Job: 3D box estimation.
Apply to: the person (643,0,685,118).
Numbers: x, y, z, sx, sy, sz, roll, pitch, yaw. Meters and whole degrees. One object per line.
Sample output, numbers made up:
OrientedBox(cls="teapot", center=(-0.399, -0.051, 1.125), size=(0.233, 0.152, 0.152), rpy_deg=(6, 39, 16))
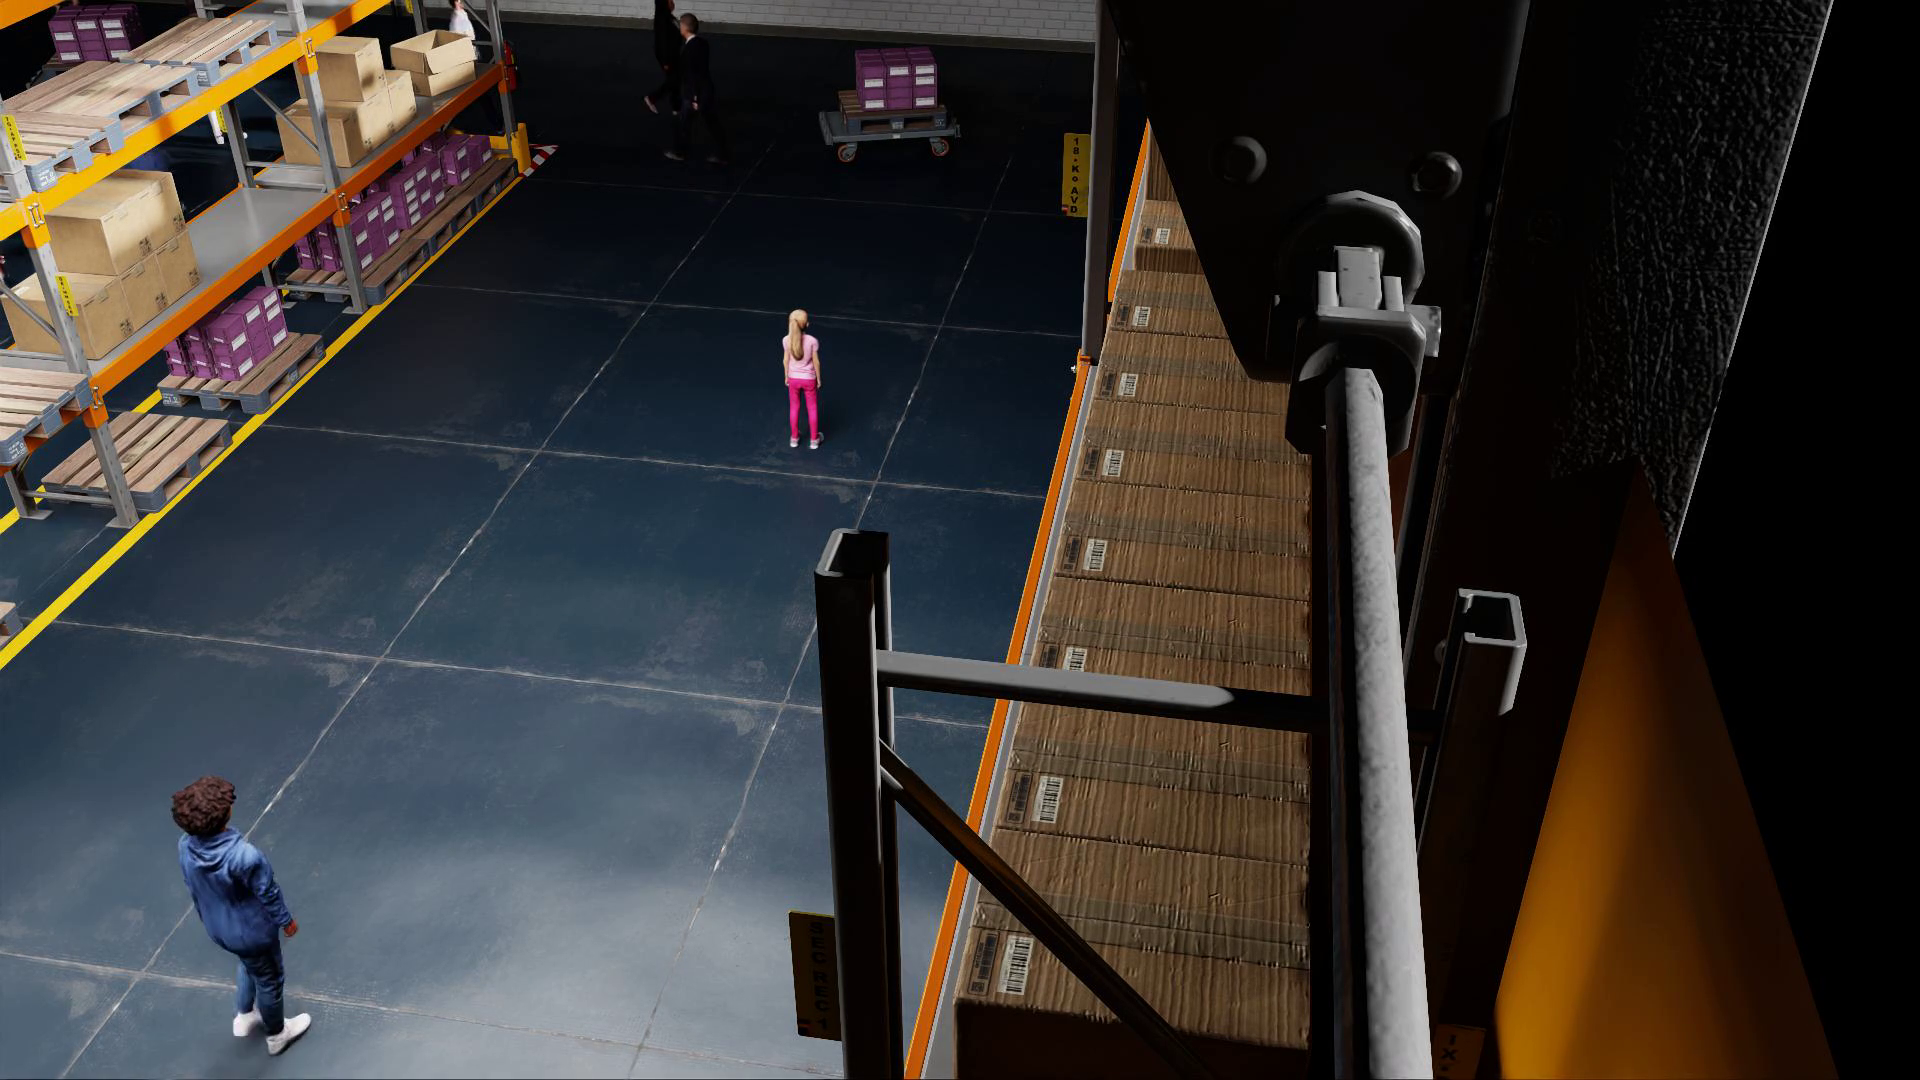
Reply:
OrientedBox(cls="person", center=(-3.765, -6.129, 21.083), size=(0.851, 1.600, 0.884), rpy_deg=(-5, 34, -7))

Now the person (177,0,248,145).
OrientedBox(cls="person", center=(-9.149, -5.761, 20.325), size=(0.796, 1.825, 0.751), rpy_deg=(-8, 34, -12))

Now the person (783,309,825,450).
OrientedBox(cls="person", center=(-1.348, -1.386, 14.245), size=(0.467, 1.270, 0.469), rpy_deg=(6, 34, 8))

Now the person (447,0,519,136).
OrientedBox(cls="person", center=(-6.169, -5.838, 20.453), size=(1.066, 1.811, 1.240), rpy_deg=(-8, 34, -11))

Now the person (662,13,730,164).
OrientedBox(cls="person", center=(-3.015, -5.293, 19.662), size=(0.885, 1.780, 1.048), rpy_deg=(13, 36, 19))

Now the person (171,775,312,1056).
OrientedBox(cls="person", center=(-3.786, 2.024, 8.639), size=(0.750, 1.797, 0.728), rpy_deg=(15, 37, 22))
